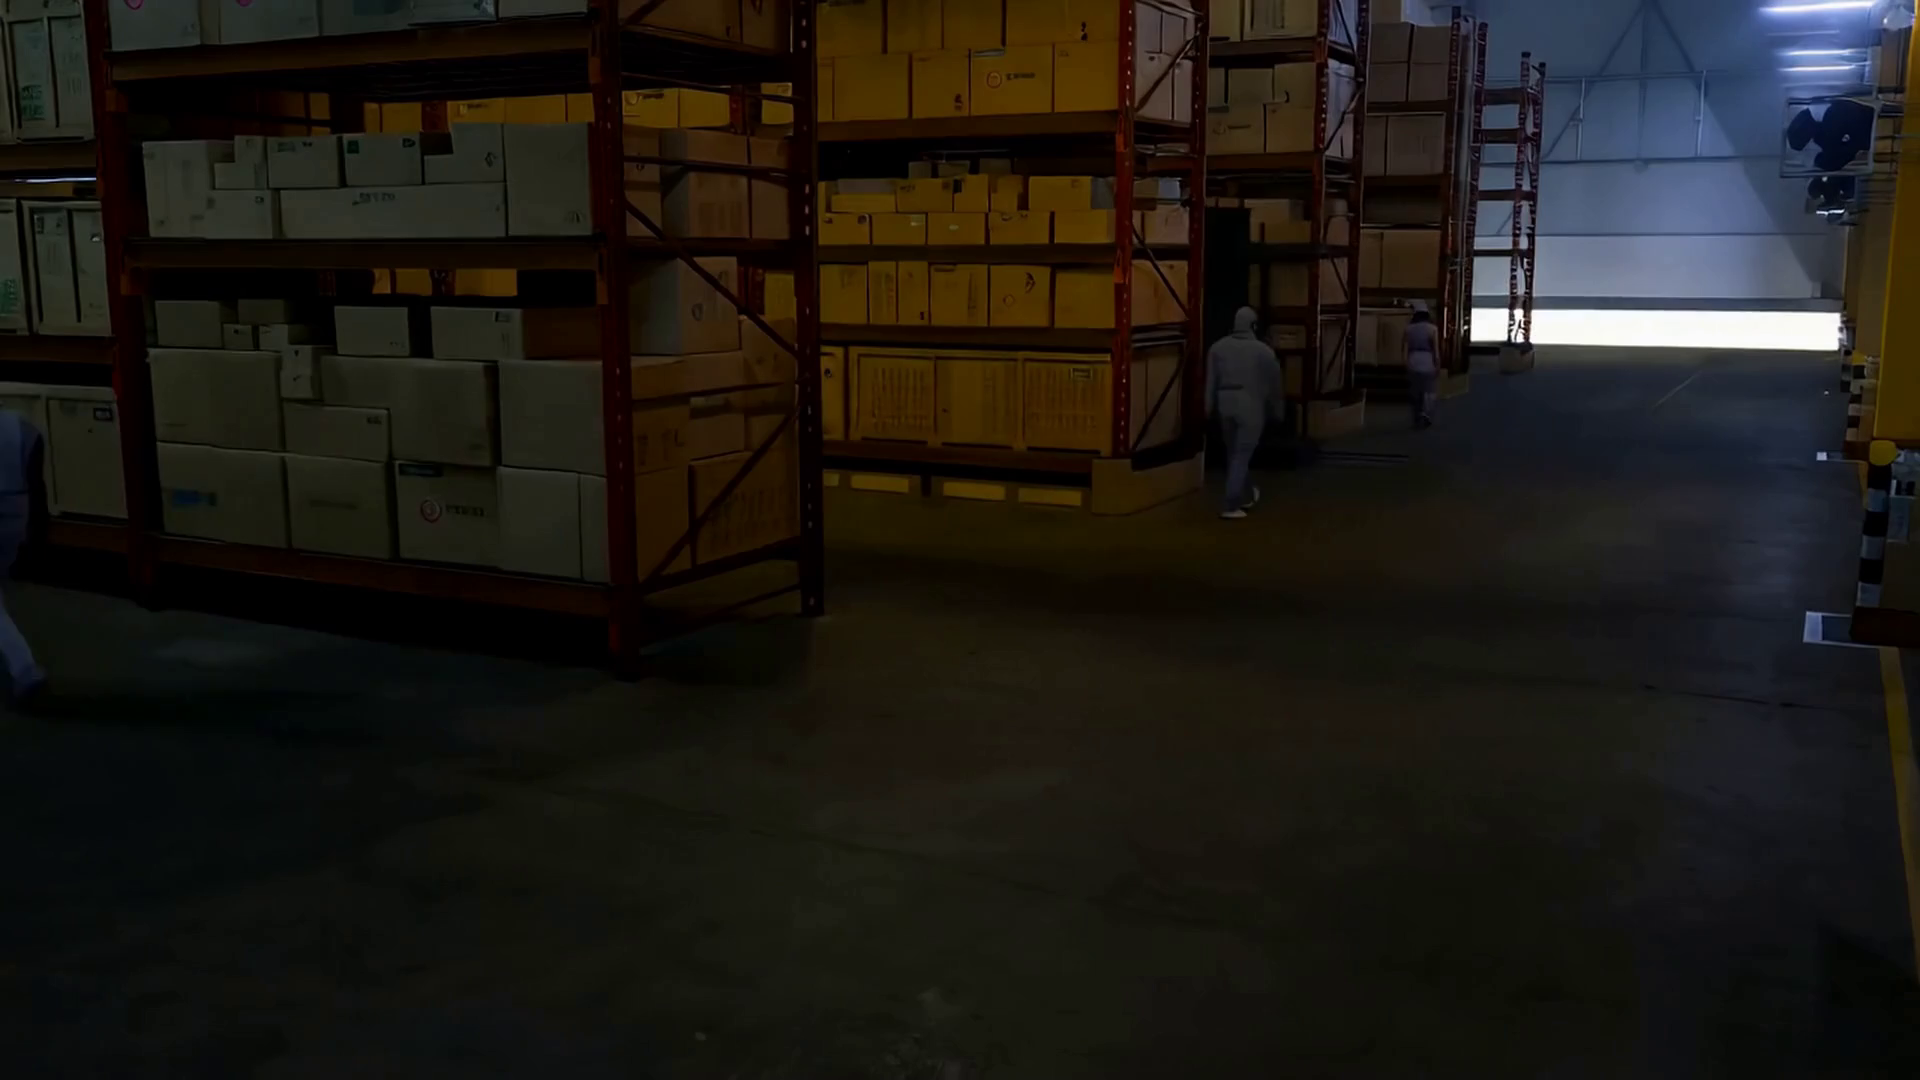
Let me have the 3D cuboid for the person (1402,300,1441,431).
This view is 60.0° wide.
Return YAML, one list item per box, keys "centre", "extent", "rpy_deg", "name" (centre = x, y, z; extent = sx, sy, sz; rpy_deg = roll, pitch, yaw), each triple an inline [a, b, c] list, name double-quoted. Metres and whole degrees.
- centre: [6.026, -2.275, 21.760]
  extent: [0.507, 1.719, 0.436]
  rpy_deg: [4, 10, 20]
  name: "person"

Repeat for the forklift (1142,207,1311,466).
- centre: [2.926, -2.307, 18.604]
  extent: [1.873, 2.768, 1.129]
  rpy_deg: [5, 11, 27]
  name: "forklift"

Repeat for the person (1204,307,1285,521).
- centre: [2.560, -1.128, 14.761]
  extent: [0.682, 1.840, 1.020]
  rpy_deg: [7, 12, 35]
  name: "person"

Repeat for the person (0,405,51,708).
- centre: [-5.026, -0.041, 8.608]
  extent: [0.904, 1.815, 0.624]
  rpy_deg: [5, 11, 27]
  name: "person"
